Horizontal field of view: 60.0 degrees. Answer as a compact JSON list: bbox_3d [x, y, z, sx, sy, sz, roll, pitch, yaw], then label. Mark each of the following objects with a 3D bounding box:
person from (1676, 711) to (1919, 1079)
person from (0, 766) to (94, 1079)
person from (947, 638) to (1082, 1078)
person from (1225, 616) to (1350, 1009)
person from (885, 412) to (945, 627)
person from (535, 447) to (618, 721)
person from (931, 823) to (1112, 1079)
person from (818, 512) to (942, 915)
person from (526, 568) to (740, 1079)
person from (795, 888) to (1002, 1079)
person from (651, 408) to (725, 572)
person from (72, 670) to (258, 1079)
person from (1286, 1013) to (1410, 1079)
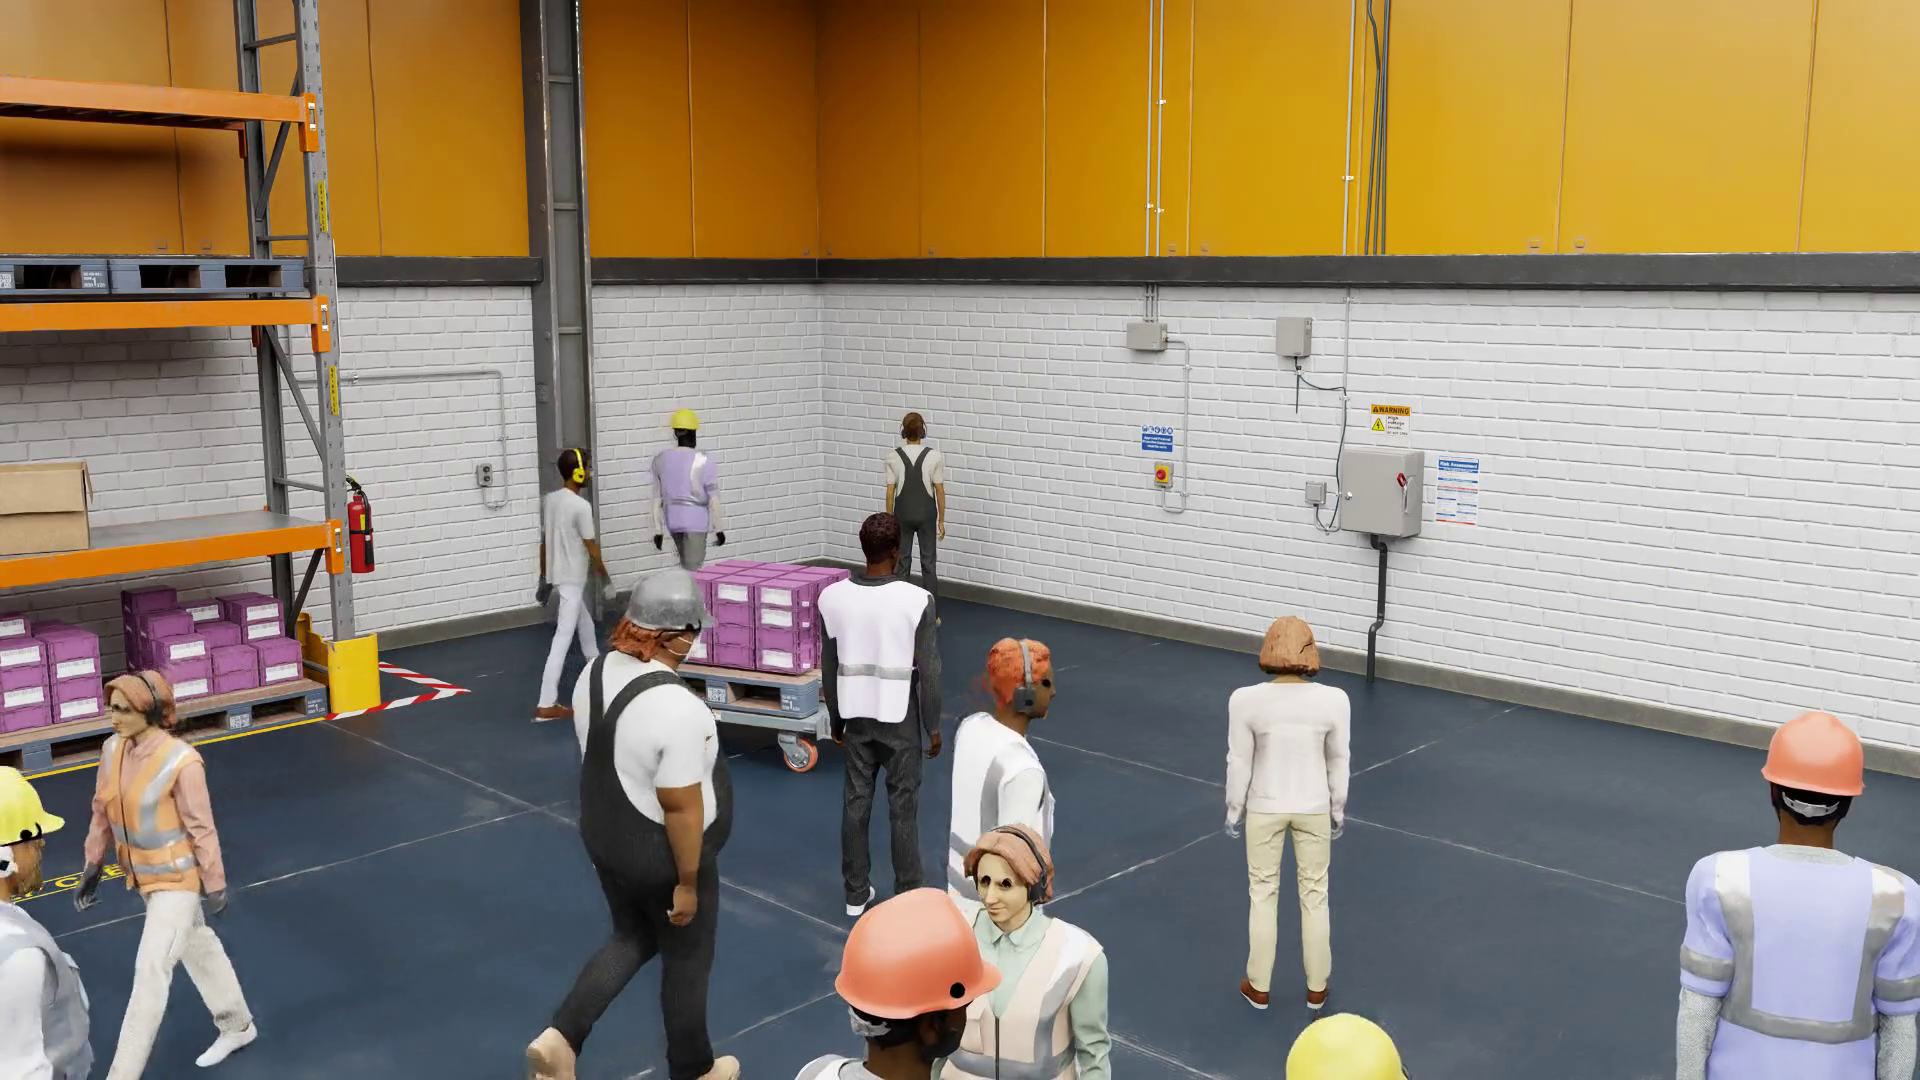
[{"bbox_3d":[2.104,1.387,4.239,0.551,1.935,0.375,3,10,18],"label":"person"},{"bbox_3d":[-2.480,1.456,4.246,0.583,1.799,0.903,6,11,32],"label":"person"},{"bbox_3d":[0.120,1.224,5.581,1.000,1.839,0.591,-4,10,-24],"label":"person"},{"bbox_3d":[1.337,1.118,6.817,0.498,1.633,0.284,1,9,5],"label":"person"},{"bbox_3d":[-0.375,-0.154,13.967,0.508,1.847,0.345,0,9,1],"label":"person"},{"bbox_3d":[-2.557,0.283,11.340,0.915,1.824,0.505,-8,12,-40],"label":"person"},{"bbox_3d":[0.132,1.523,4.317,0.523,1.638,0.311,3,10,19],"label":"person"},{"bbox_3d":[-0.367,0.825,7.741,0.593,1.920,0.392,3,10,20],"label":"person"},{"bbox_3d":[-1.123,1.067,5.882,0.693,2.000,0.723,9,13,42],"label":"person"},{"bbox_3d":[-0.091,1.577,3.067,0.359,1.939,0.542,-8,12,-39],"label":"person"},{"bbox_3d":[-2.285,-0.135,13.721,0.589,1.897,0.870,4,10,23],"label":"person"},{"bbox_3d":[-2.952,1.258,6.072,0.522,1.592,0.850,6,11,34],"label":"person"},{"bbox_3d":[0.697,1.683,3.026,0.518,1.740,0.537,2,10,14],"label":"person"}]
